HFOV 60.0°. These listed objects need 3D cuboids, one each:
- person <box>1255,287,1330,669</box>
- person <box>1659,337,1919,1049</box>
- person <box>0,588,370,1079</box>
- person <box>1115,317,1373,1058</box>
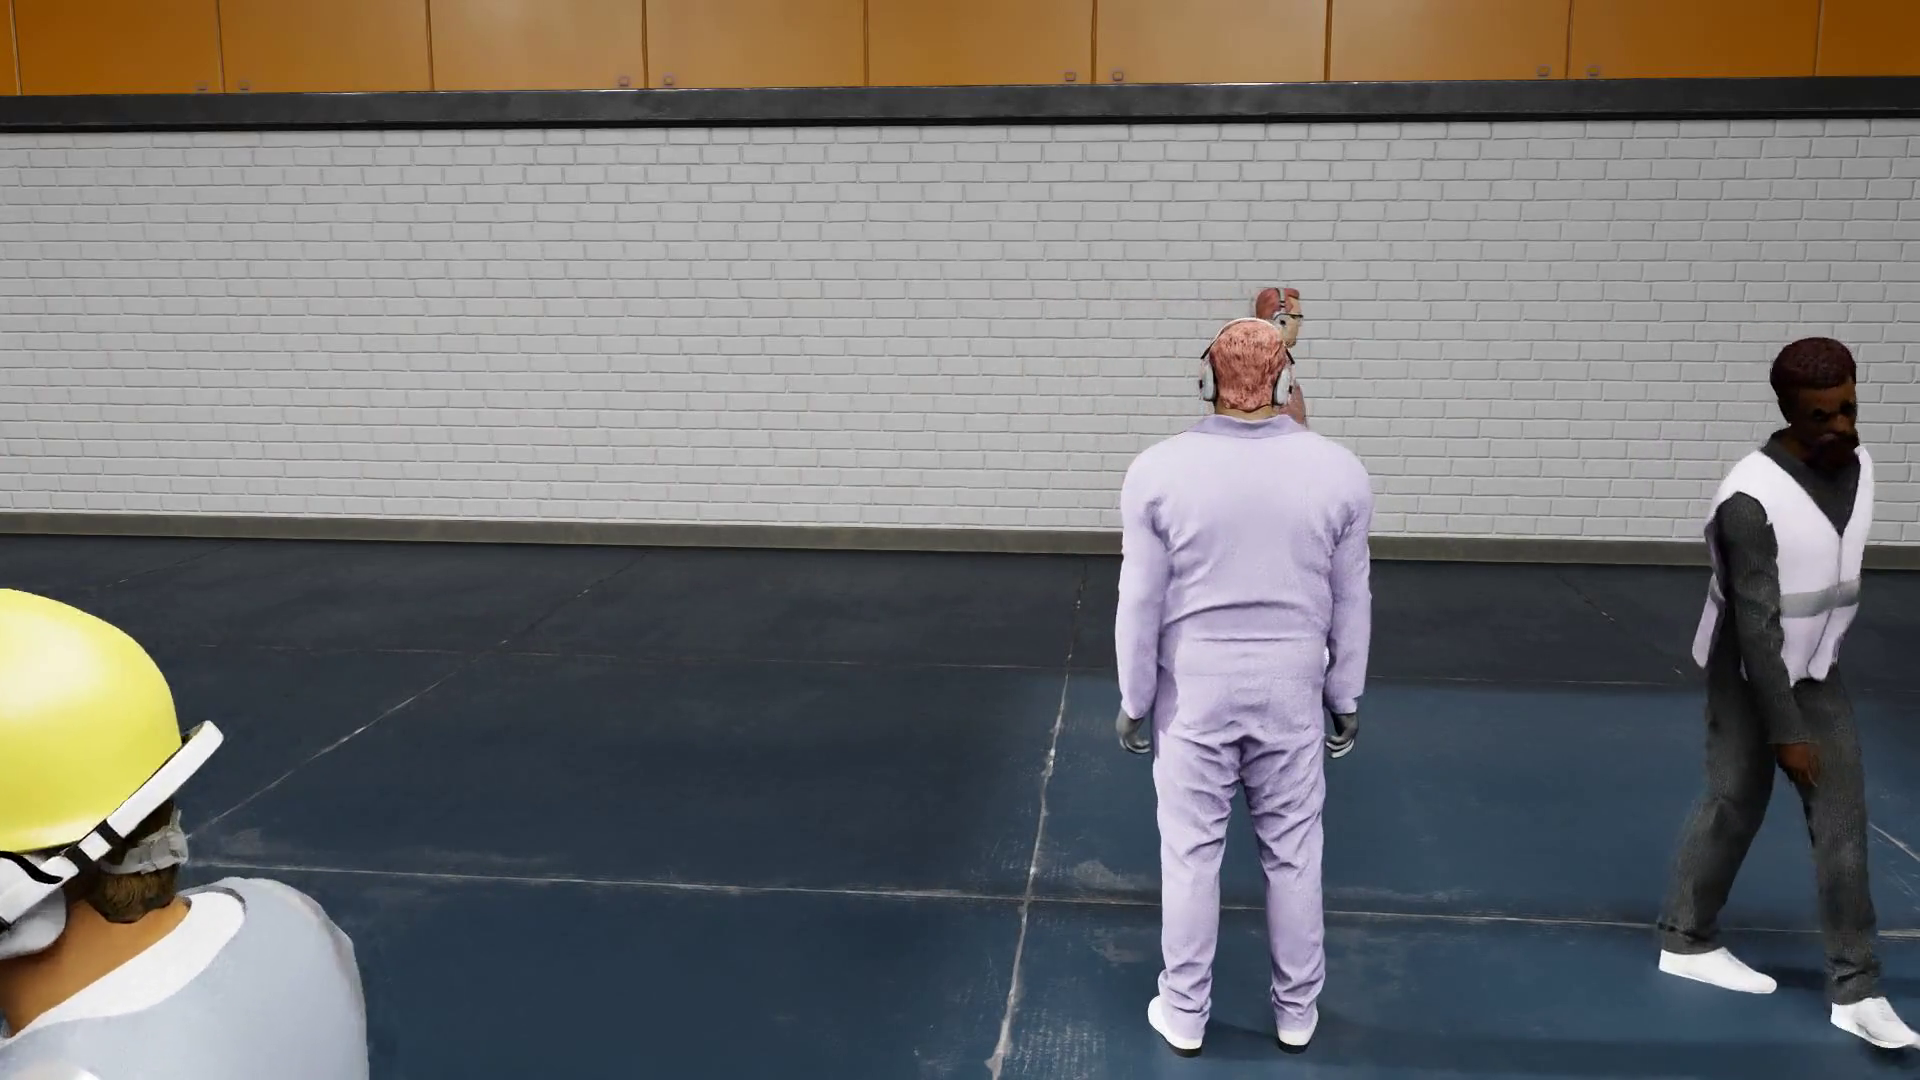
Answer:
[{"bbox_3d":[1.639,-0.298,8.239,0.738,1.884,0.678,0,10,-1],"label":"person"},{"bbox_3d":[2.217,0.400,4.353,0.674,1.855,0.819,-5,11,-26],"label":"person"},{"bbox_3d":[-0.685,0.927,1.424,0.475,1.819,0.617,0,10,-1],"label":"person"},{"bbox_3d":[0.717,0.385,4.294,0.652,1.906,0.403,0,10,-1],"label":"person"}]
